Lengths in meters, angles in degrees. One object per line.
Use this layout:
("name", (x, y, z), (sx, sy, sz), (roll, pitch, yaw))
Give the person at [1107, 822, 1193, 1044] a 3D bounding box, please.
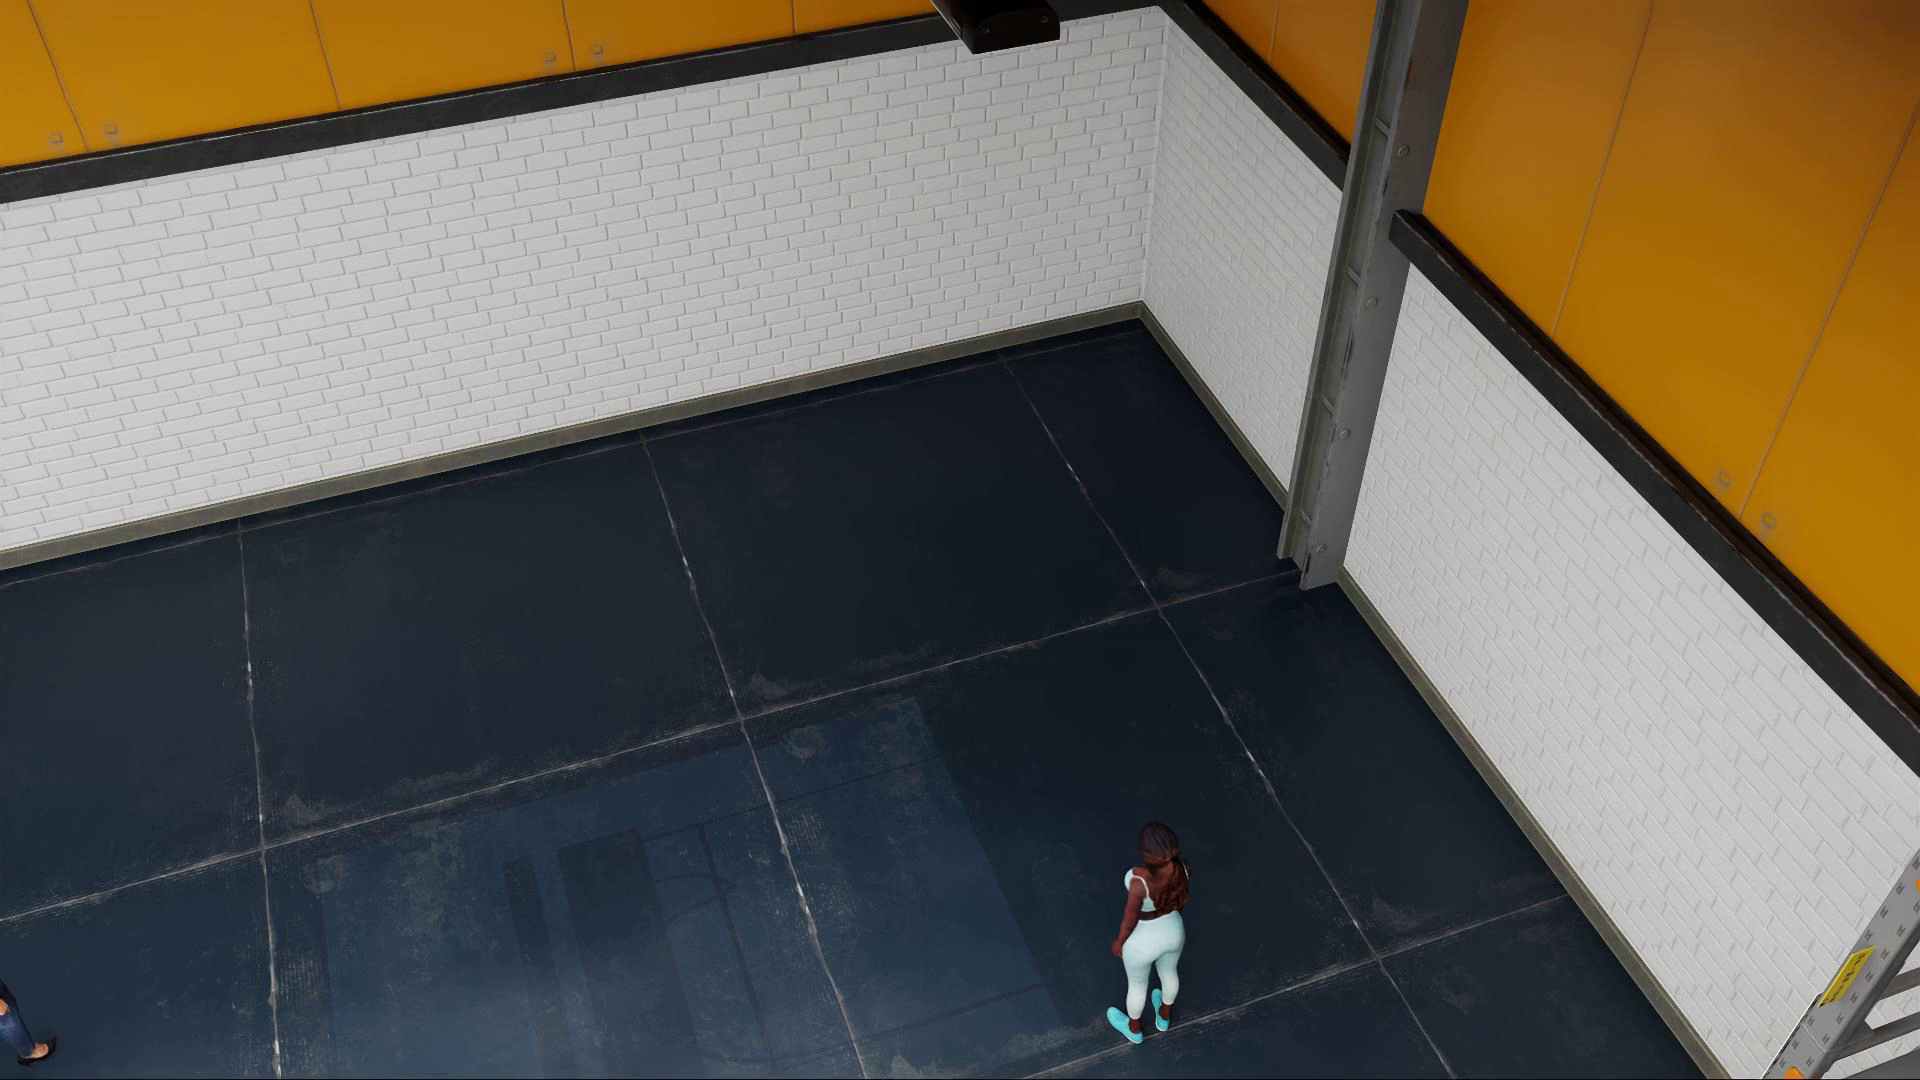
("person", (1.008, 2.068, 8.699), (0.583, 1.726, 0.559), (-19, 47, -19))
